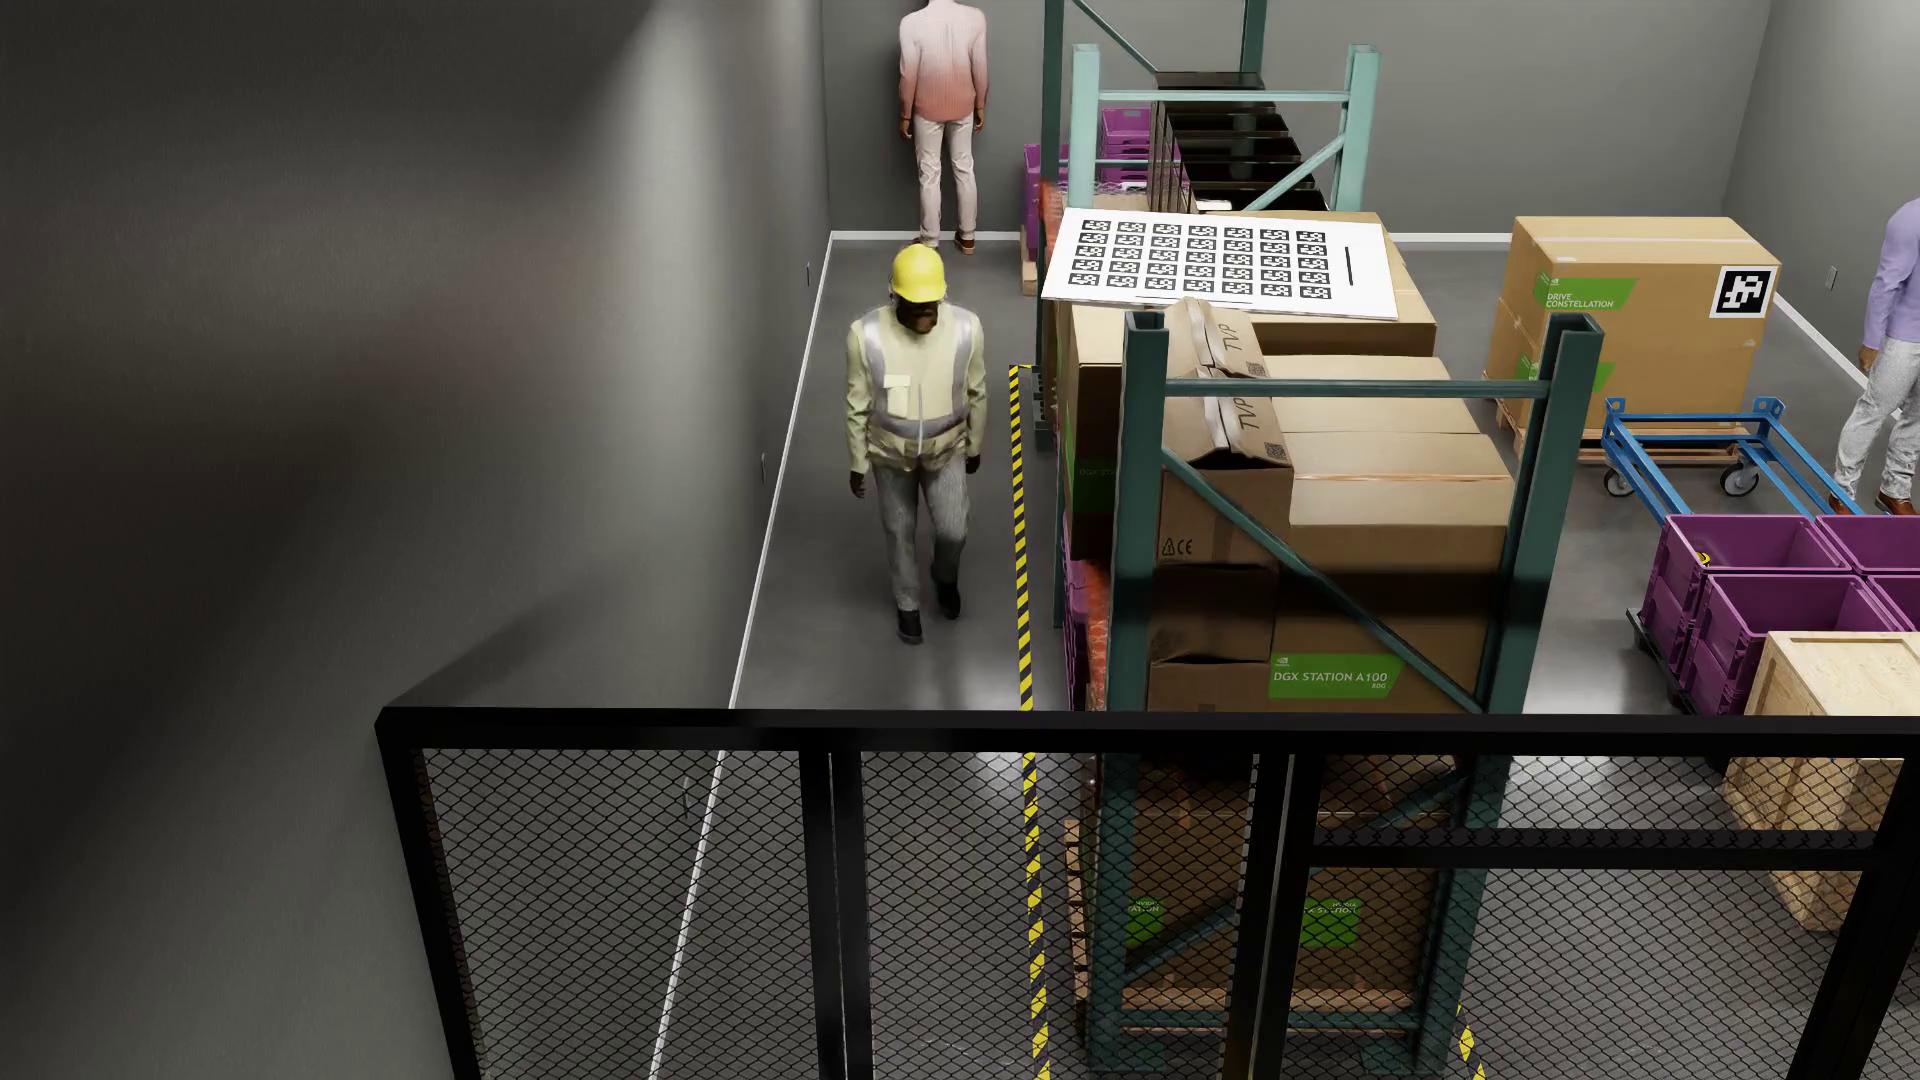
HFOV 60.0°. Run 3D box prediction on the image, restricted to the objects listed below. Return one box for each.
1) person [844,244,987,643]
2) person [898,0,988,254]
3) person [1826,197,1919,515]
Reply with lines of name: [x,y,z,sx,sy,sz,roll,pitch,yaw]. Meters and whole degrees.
person: [-0.181,-0.388,6.976,0.605,1.819,0.416,-3,31,-5]
person: [-0.119,-2.823,10.851,0.622,1.992,0.395,-12,33,-20]
person: [4.524,-0.942,7.780,0.635,1.939,0.367,-1,31,-2]
